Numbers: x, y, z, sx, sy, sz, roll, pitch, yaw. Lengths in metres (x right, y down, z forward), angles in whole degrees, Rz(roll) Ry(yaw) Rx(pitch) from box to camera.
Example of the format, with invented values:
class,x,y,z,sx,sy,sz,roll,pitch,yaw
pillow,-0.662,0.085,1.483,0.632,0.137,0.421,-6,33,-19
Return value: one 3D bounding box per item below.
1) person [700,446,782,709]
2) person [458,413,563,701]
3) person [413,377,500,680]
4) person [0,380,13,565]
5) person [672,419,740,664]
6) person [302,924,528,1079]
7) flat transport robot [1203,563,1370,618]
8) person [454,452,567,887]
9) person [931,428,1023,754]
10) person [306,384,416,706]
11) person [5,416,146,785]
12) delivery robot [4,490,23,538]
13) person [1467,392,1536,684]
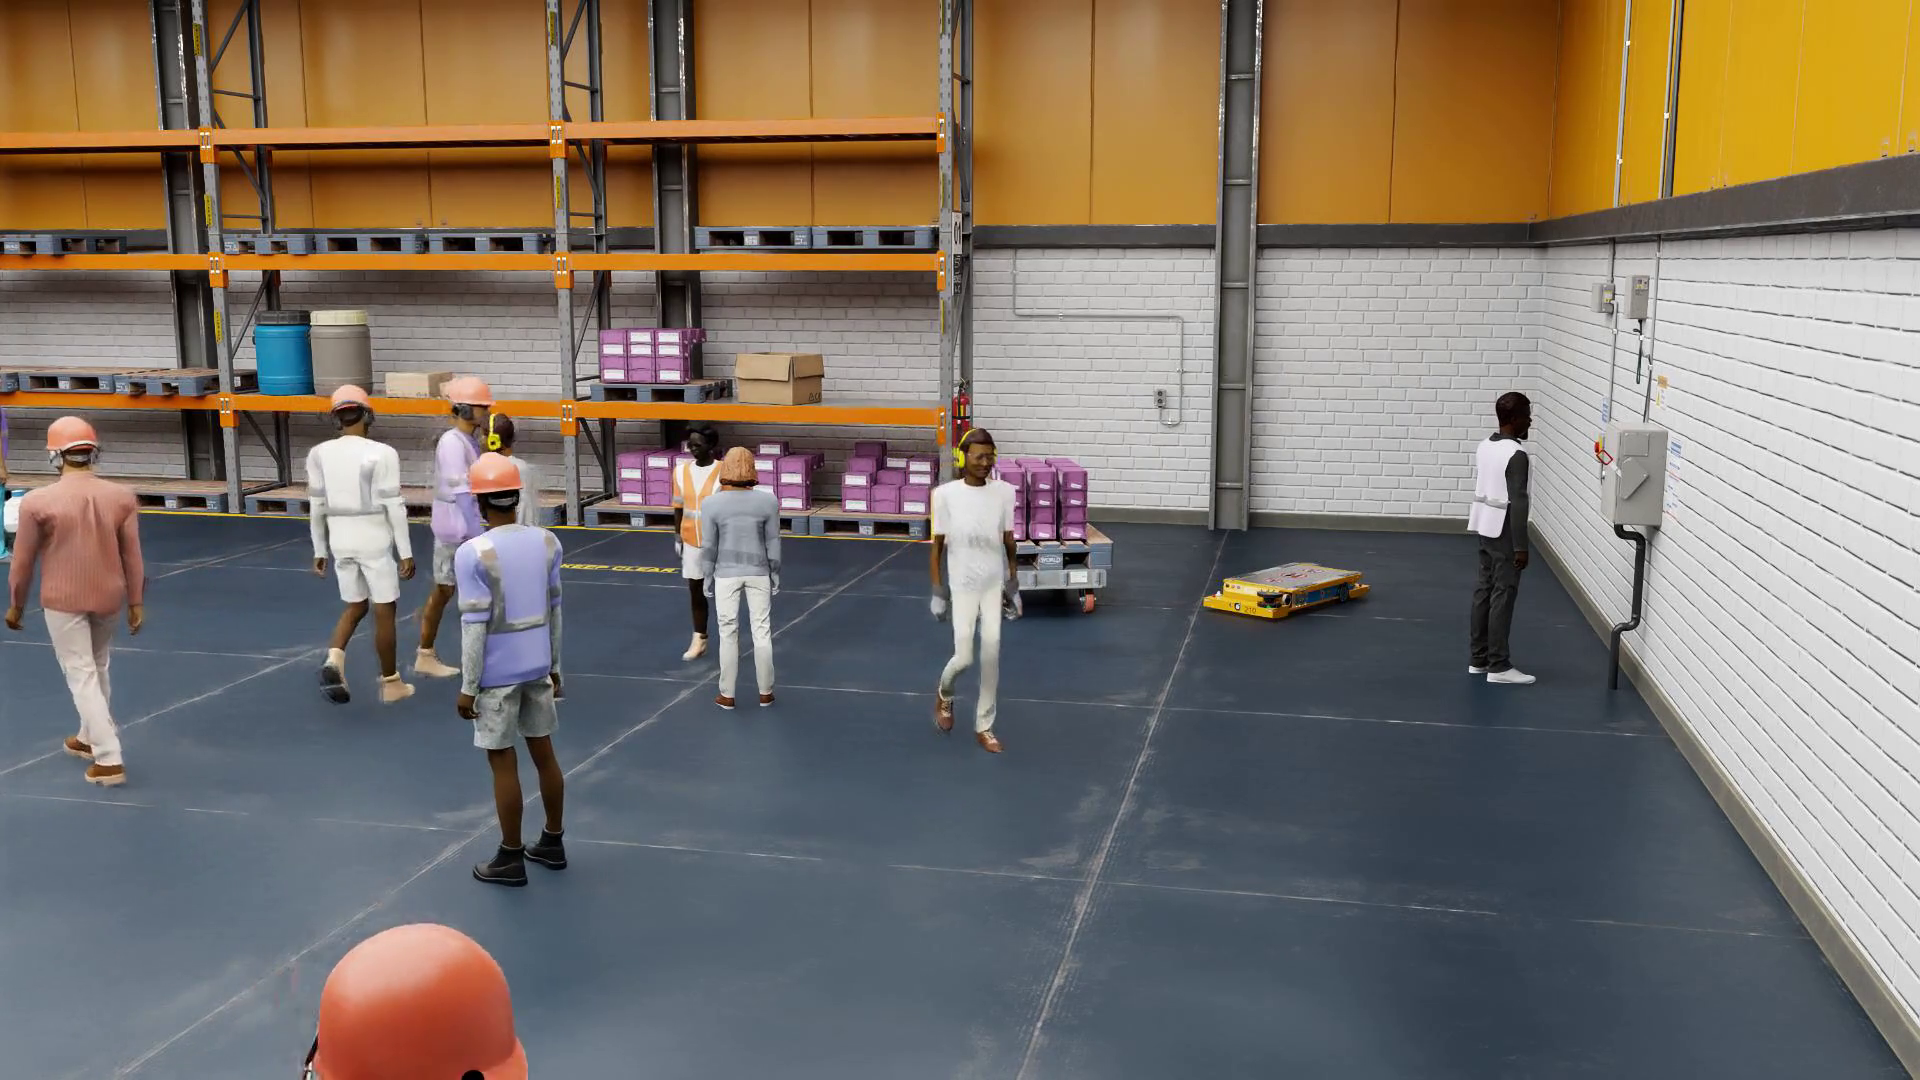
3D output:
class,x,y,z,sx,sy,sz,roll,pitch,yaw
person,-1.354,0.237,10.309,0.500,1.633,0.280,-3,10,-15
person,-2.841,0.134,10.353,0.728,1.830,0.558,1,10,5
person,-3.198,-0.065,10.994,0.990,2.002,0.612,0,10,0
person,-8.867,-0.688,15.155,0.564,1.846,0.392,8,12,39
person,-1.742,0.012,11.472,0.537,1.694,0.319,3,10,19
person,-0.748,1.425,2.288,0.626,1.977,0.684,-8,12,-38
flat transport robot,2.654,0.391,13.421,0.652,0.197,1.431,9,13,43
person,-2.022,0.572,7.428,0.373,1.933,0.550,7,12,35
person,0.084,0.273,9.466,0.522,1.857,0.493,-4,10,-22
person,-3.722,0.059,10.254,0.680,2.008,0.643,3,10,17
person,-4.743,0.311,8.938,0.889,1.956,0.613,6,11,33
delivery robot,-9.041,-0.236,15.994,0.707,0.478,0.477,-5,10,-24
person,3.575,-0.019,10.983,0.392,1.919,0.590,-1,10,-8
